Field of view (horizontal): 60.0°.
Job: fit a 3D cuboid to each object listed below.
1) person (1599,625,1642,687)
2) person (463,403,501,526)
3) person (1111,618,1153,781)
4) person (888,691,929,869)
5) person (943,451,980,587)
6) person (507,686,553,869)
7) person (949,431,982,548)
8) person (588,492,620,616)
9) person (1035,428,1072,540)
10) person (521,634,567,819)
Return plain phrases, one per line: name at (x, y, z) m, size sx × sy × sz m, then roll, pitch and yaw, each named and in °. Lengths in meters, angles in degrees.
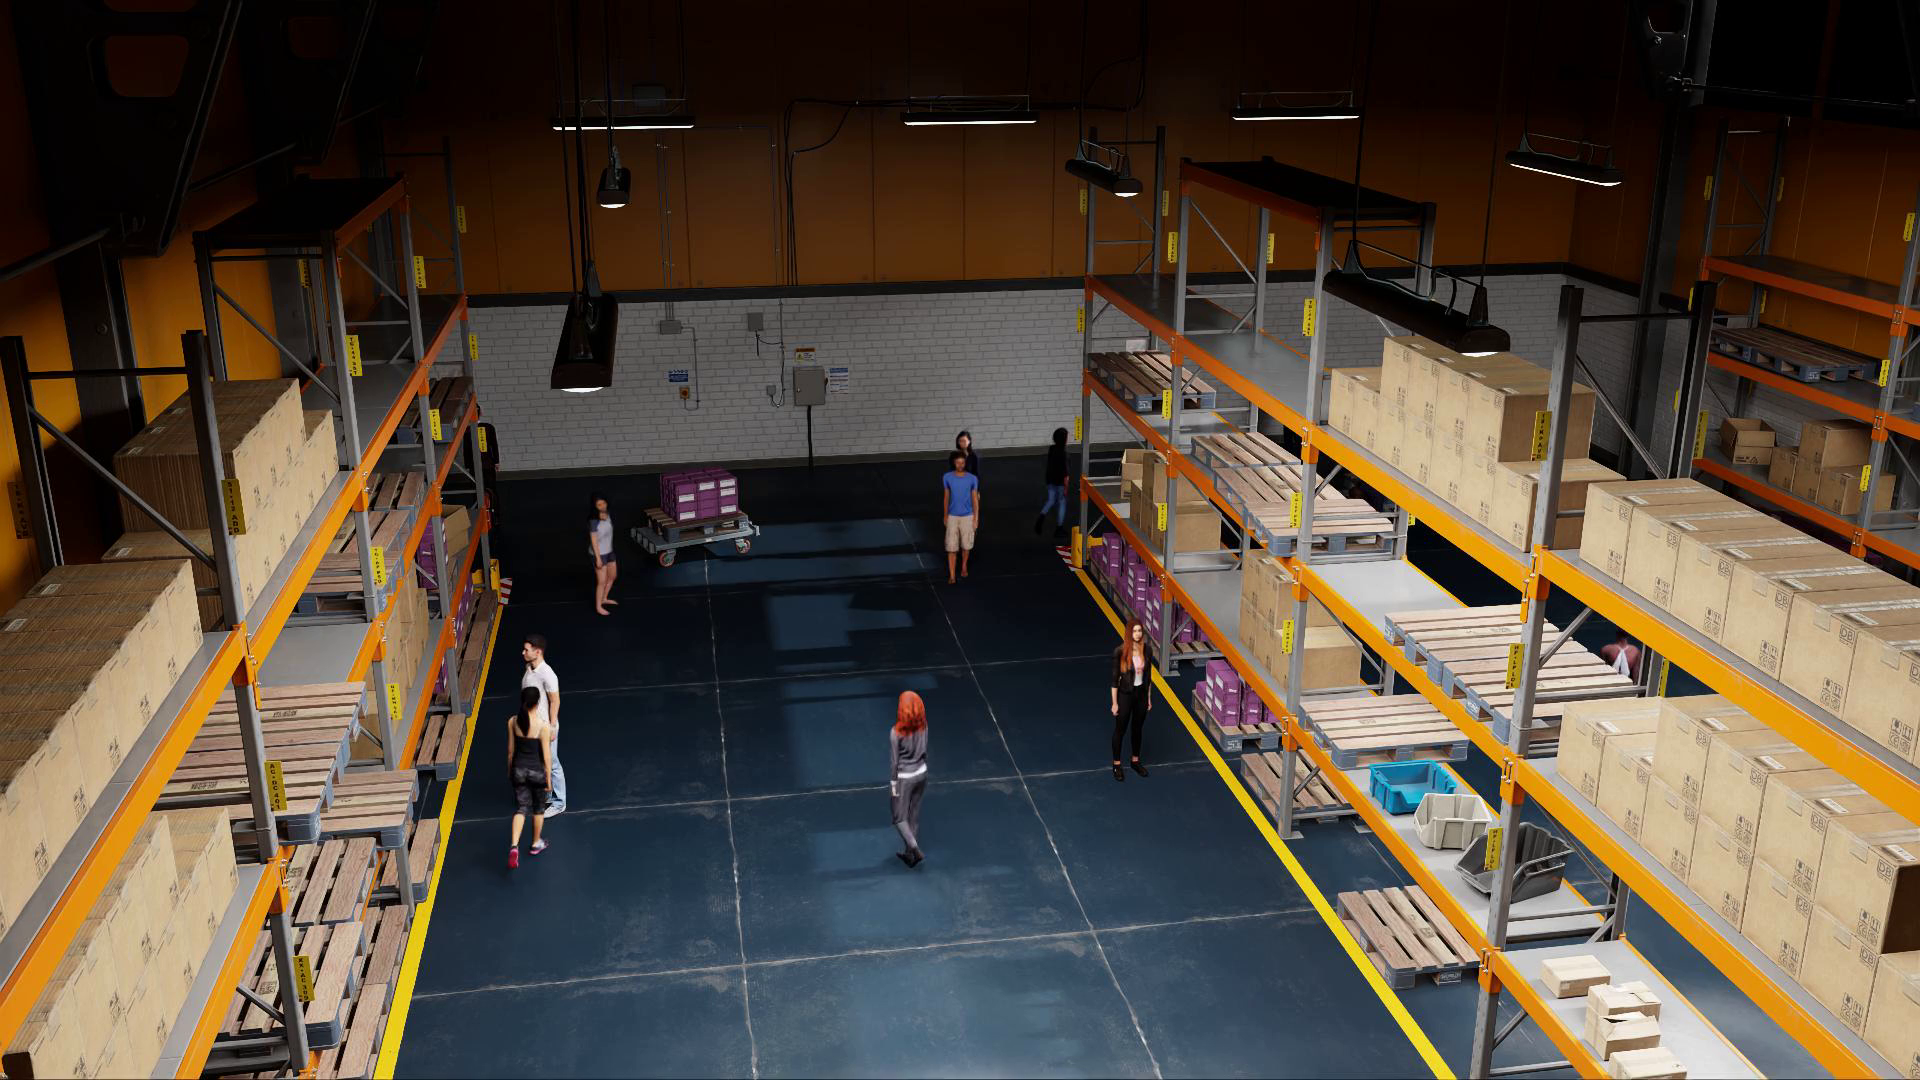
person at (6.598, 1.656, 16.739) m, size 0.651 × 1.775 × 0.757 m, roll -1°, pitch 19°, yaw -3°
person at (-7.154, -1.123, 24.853) m, size 0.768 × 1.862 × 0.734 m, roll -12°, pitch 22°, yaw -32°
person at (1.749, 1.598, 17.008) m, size 0.630 × 1.713 × 0.569 m, roll -6°, pitch 20°, yaw -18°
person at (-0.423, 2.215, 15.095) m, size 0.764 × 1.764 × 0.886 m, roll -12°, pitch 22°, yaw -33°
person at (0.006, -0.333, 22.567) m, size 0.790 × 1.823 × 1.194 m, roll 1°, pitch 19°, yaw 2°
person at (-3.973, 2.204, 15.228) m, size 0.831 × 1.699 × 1.067 m, roll 2°, pitch 19°, yaw 5°
person at (0.105, -0.751, 24.008) m, size 0.932 × 1.696 × 1.187 m, roll 4°, pitch 19°, yaw 13°
person at (-4.615, 0.164, 21.335) m, size 0.880 × 1.668 × 0.748 m, roll 1°, pitch 19°, yaw 4°
person at (1.365, -0.783, 24.122) m, size 0.898 × 1.685 × 0.925 m, roll 15°, pitch 24°, yaw 38°
person at (-4.078, 1.787, 16.209) m, size 0.814 × 1.864 × 0.683 m, roll -15°, pitch 24°, yaw -38°
